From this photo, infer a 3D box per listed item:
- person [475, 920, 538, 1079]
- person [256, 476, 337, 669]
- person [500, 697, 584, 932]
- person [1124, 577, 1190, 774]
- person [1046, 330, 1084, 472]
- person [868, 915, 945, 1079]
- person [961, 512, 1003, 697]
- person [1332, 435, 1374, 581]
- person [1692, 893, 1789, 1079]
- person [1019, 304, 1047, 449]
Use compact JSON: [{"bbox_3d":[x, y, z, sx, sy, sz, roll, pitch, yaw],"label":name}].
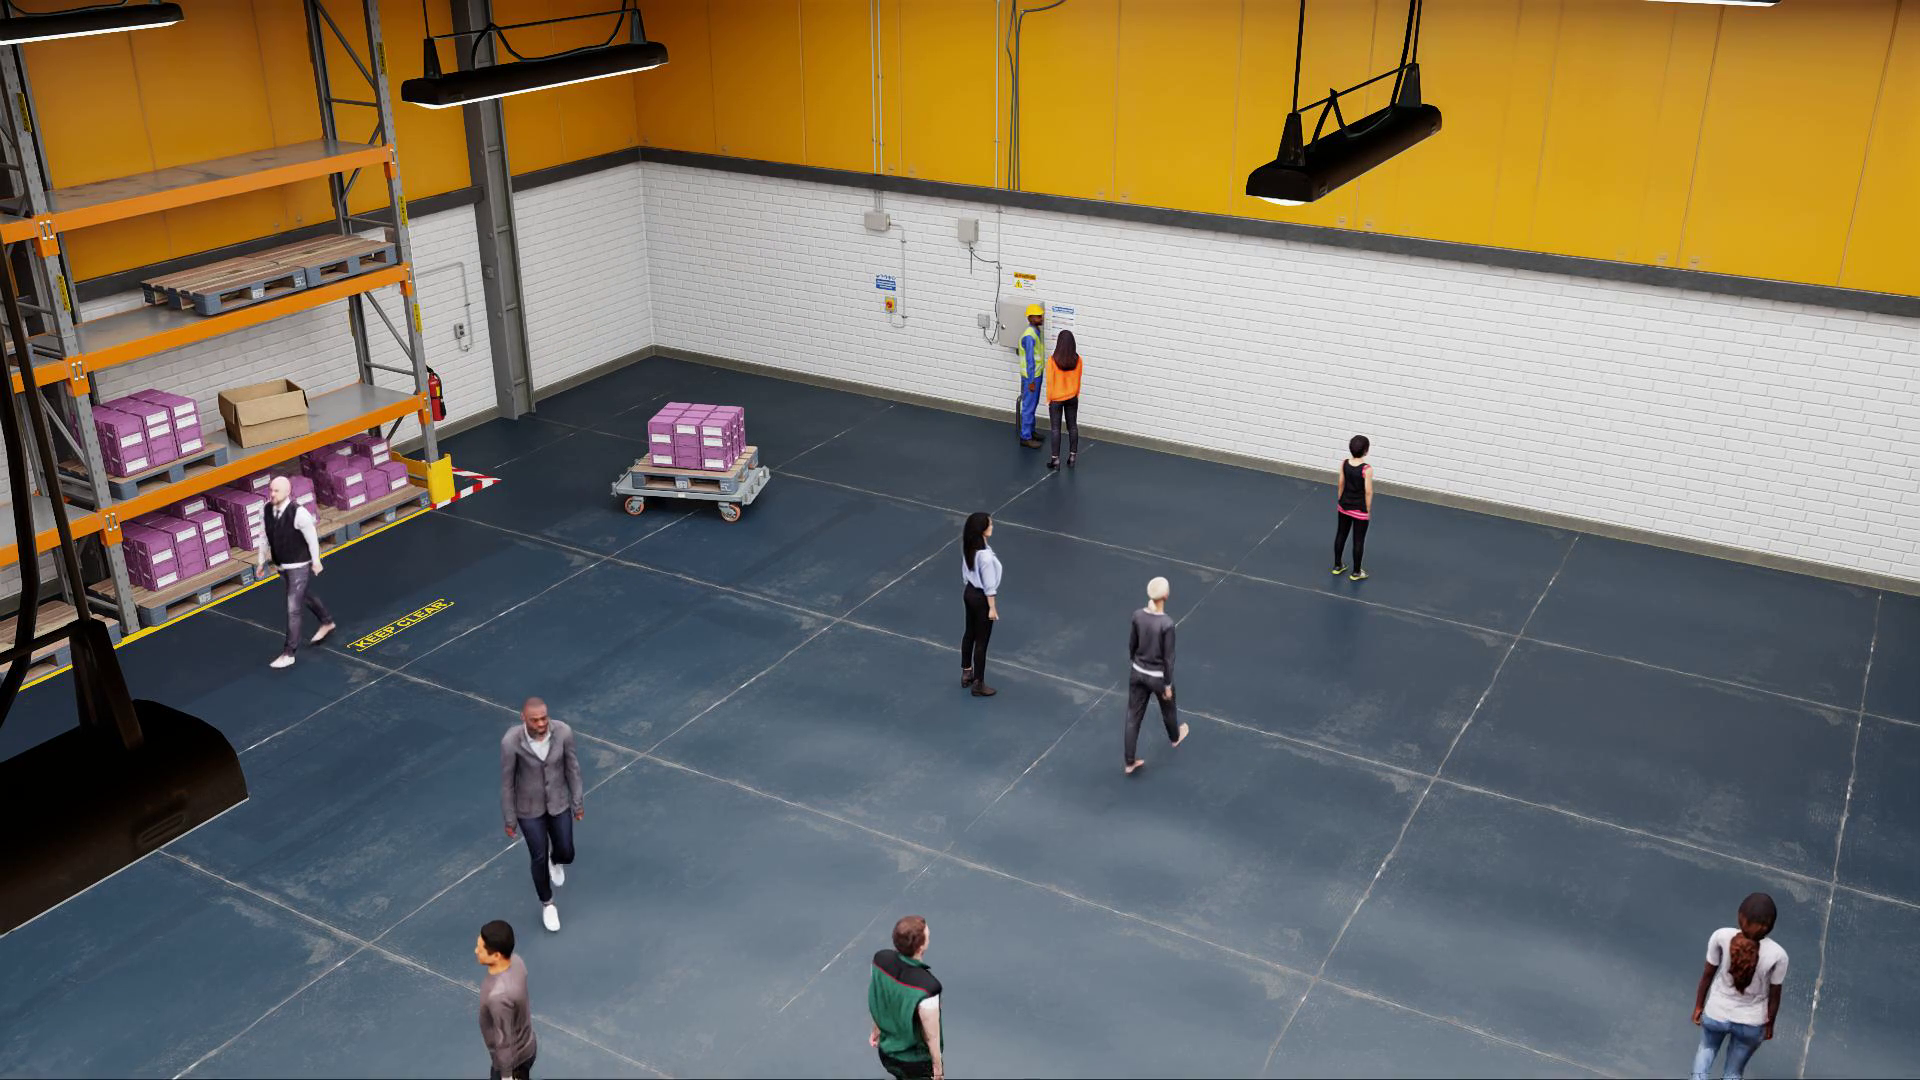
[{"bbox_3d":[-2.475,2.916,9.503,1.044,1.757,1.023,19,30,37],"label":"person"},{"bbox_3d":[-6.207,0.236,15.610,0.816,1.775,1.265,9,25,20],"label":"person"},{"bbox_3d":[-2.990,1.871,11.842,0.991,1.799,1.036,-11,26,-23],"label":"person"},{"bbox_3d":[1.528,1.141,13.650,0.703,1.689,1.060,16,28,33],"label":"person"},{"bbox_3d":[1.251,-1.699,20.071,0.687,1.748,0.770,-9,25,-20],"label":"person"},{"bbox_3d":[-0.331,2.912,9.420,0.731,1.831,0.798,20,31,38],"label":"person"},{"bbox_3d":[0.168,0.557,14.917,0.751,1.743,0.737,-11,26,-23],"label":"person"},{"bbox_3d":[4.082,-0.355,17.241,0.605,1.552,0.605,-19,30,-37],"label":"person"},{"bbox_3d":[4.511,2.848,9.717,0.607,1.709,0.692,15,28,30],"label":"person"},{"bbox_3d":[0.915,-2.081,20.865,0.782,1.812,0.593,6,24,14],"label":"person"}]
